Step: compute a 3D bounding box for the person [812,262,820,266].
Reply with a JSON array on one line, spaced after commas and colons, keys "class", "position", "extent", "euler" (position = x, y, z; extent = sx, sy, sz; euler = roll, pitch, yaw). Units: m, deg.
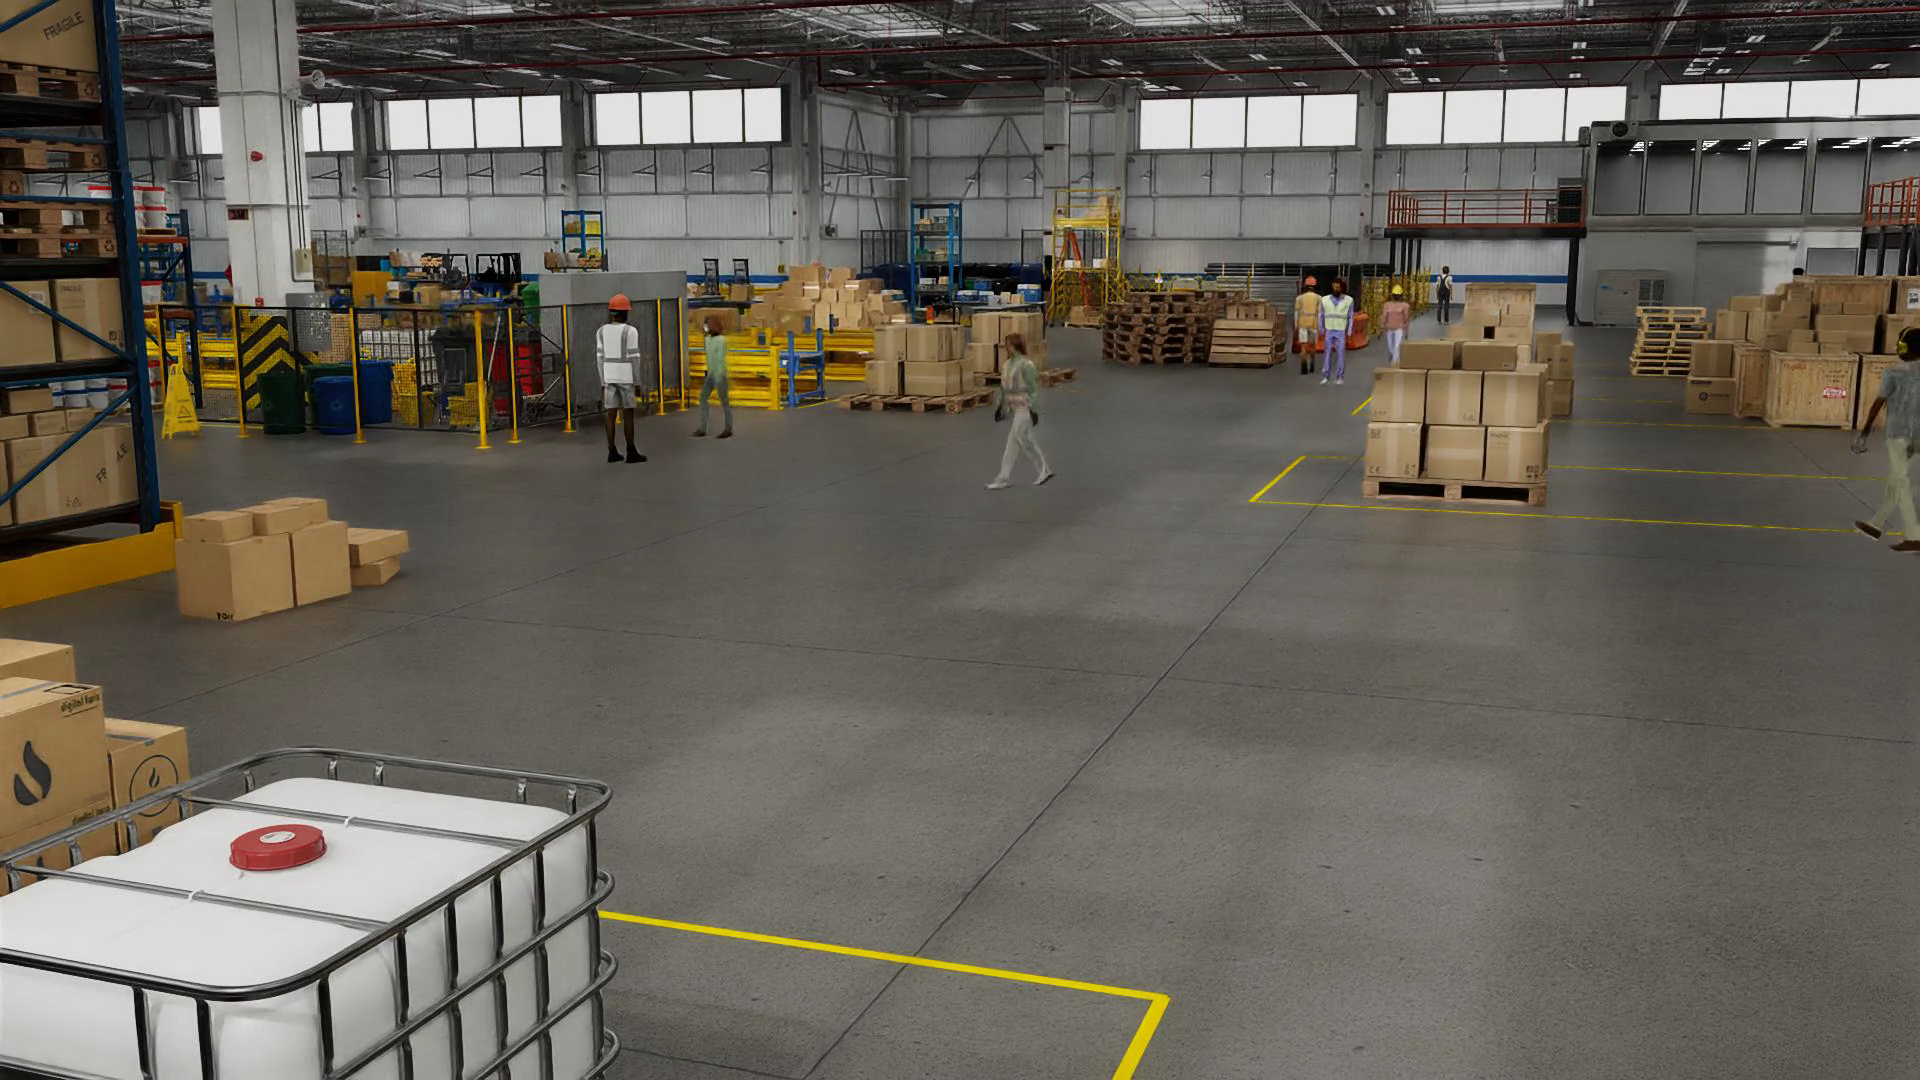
[{"class": "person", "position": [-4.045, -7.225, 49.289], "extent": [0.981, 1.995, 0.676], "euler": [-7, 12, -36]}]

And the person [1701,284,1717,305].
[{"class": "person", "position": [23.492, -7.699, 52.146], "extent": [0.651, 1.906, 0.403], "euler": [0, 10, -2]}]

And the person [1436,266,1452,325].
[{"class": "person", "position": [15.224, -7.679, 52.254], "extent": [0.514, 1.836, 0.338], "euler": [8, 13, 38]}]

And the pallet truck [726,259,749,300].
[{"class": "pallet truck", "position": [-7.986, -9.493, 62.019], "extent": [0.823, 1.965, 1.885], "euler": [3, 11, 17]}]

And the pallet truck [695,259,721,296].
[{"class": "pallet truck", "position": [-9.165, -9.627, 62.776], "extent": [0.823, 1.965, 1.885], "euler": [4, 11, 23]}]

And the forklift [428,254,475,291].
[{"class": "forklift", "position": [-20.133, -10.254, 65.465], "extent": [1.157, 1.987, 2.680], "euler": [3, 11, 19]}]

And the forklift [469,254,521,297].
[{"class": "forklift", "position": [-17.990, -10.121, 64.684], "extent": [1.157, 1.987, 2.680], "euler": [3, 11, 17]}]

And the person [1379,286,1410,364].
[{"class": "person", "position": [8.402, -4.046, 32.119], "extent": [0.518, 1.721, 0.853], "euler": [6, 12, 32]}]

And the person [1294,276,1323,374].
[{"class": "person", "position": [6.797, -4.188, 32.432], "extent": [0.552, 1.918, 0.845], "euler": [2, 10, 10]}]

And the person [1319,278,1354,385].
[{"class": "person", "position": [6.737, -3.733, 29.805], "extent": [0.597, 1.916, 0.370], "euler": [4, 11, 23]}]

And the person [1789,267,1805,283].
[{"class": "person", "position": [20.046, -5.566, 40.003], "extent": [0.371, 1.960, 0.609], "euler": [0, 10, -1]}]

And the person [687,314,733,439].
[{"class": "person", "position": [-3.222, -2.083, 21.364], "extent": [0.715, 1.603, 0.522], "euler": [-7, 12, -36]}]

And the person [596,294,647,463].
[{"class": "person", "position": [-3.901, -1.850, 19.142], "extent": [0.547, 1.939, 0.376], "euler": [4, 11, 23]}]

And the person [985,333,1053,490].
[{"class": "person", "position": [0.640, -1.336, 17.198], "extent": [0.833, 1.601, 0.531], "euler": [-5, 11, -27]}]

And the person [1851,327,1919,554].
[{"class": "person", "position": [7.728, -0.836, 13.759], "extent": [0.538, 1.828, 0.963], "euler": [-2, 10, -10]}]
